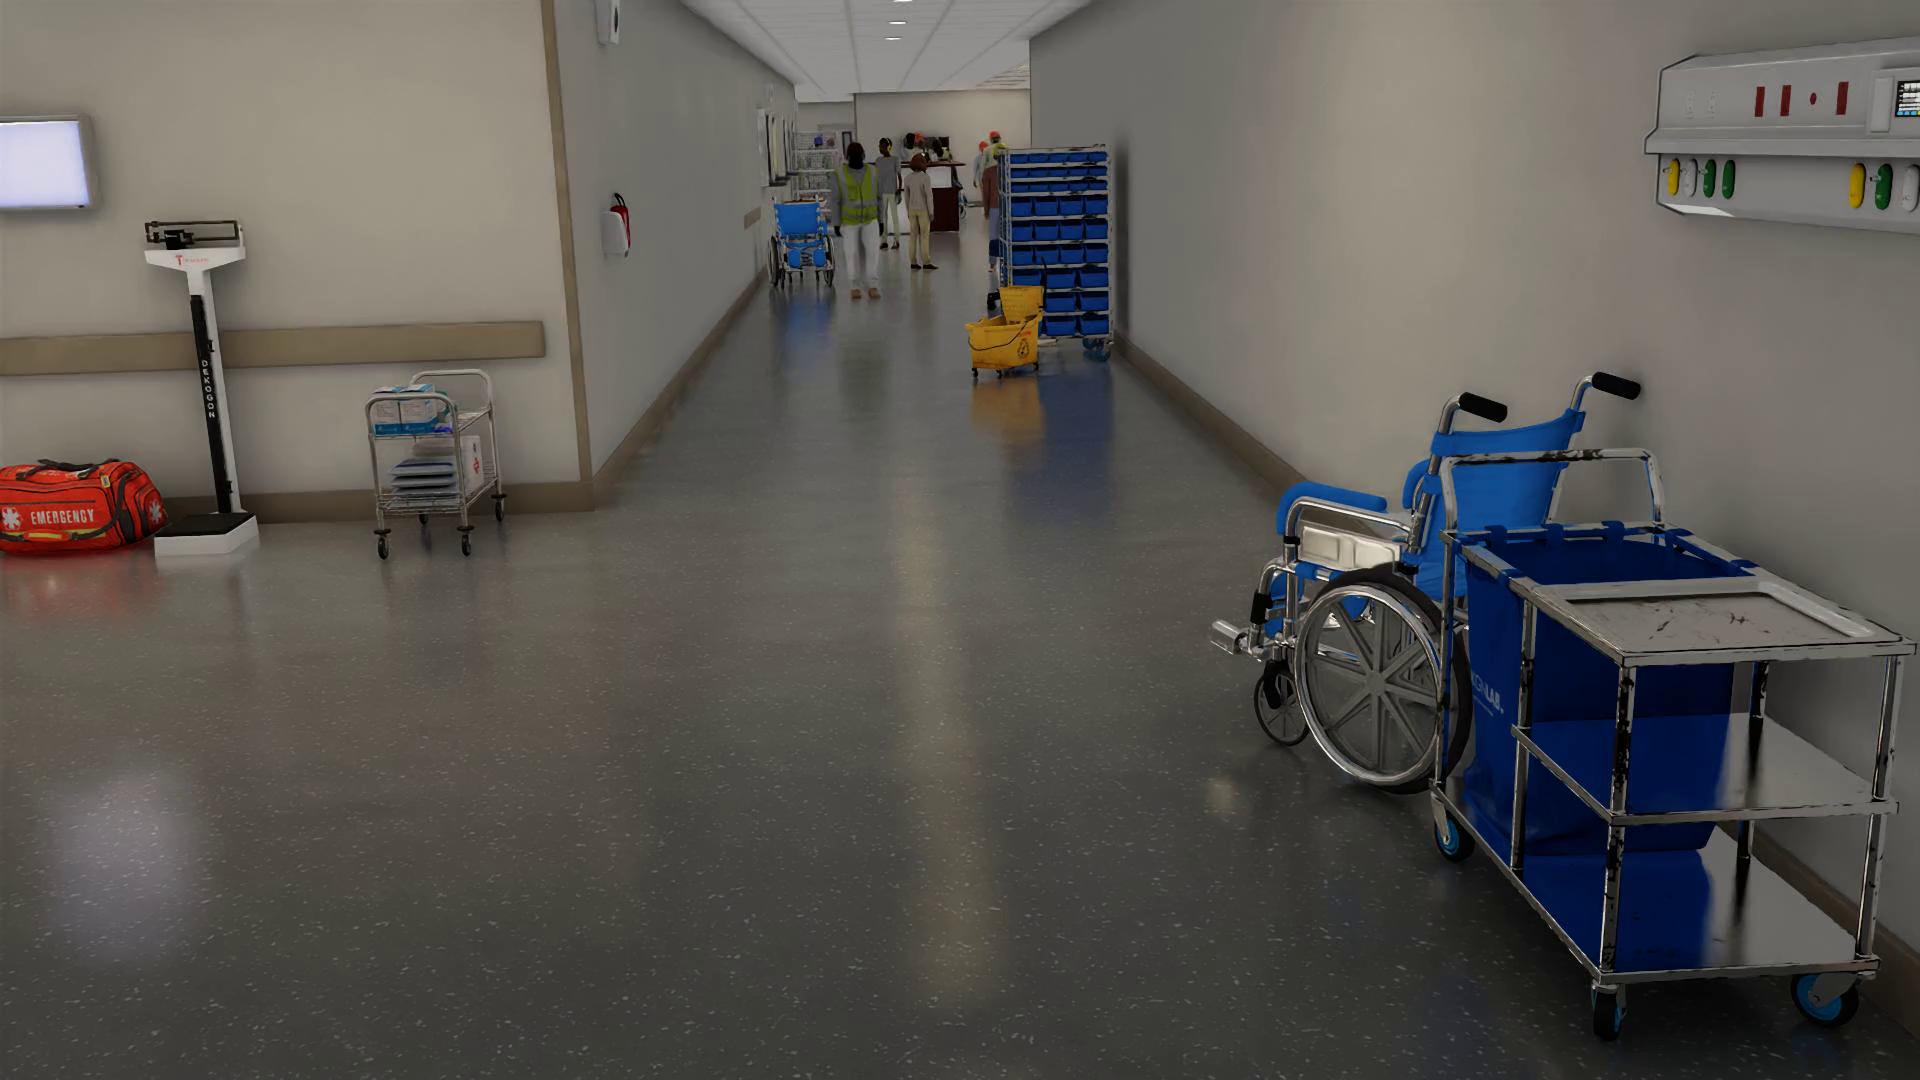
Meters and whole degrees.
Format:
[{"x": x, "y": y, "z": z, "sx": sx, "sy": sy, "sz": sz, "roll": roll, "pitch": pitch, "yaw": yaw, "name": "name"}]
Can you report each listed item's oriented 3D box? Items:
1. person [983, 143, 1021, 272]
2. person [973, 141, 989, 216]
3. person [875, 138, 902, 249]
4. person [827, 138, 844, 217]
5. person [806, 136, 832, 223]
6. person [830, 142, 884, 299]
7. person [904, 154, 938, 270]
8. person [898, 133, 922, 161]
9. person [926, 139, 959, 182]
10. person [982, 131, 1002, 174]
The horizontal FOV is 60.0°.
[{"x": 0.579, "y": -4.578, "z": 22.929, "sx": 0.522, "sy": 1.758, "sz": 0.349, "roll": 0, "pitch": 14, "yaw": 6, "name": "person"}, {"x": 0.577, "y": -8.351, "z": 38.483, "sx": 0.581, "sy": 1.721, "sz": 0.712, "roll": 1, "pitch": 14, "yaw": 11, "name": "person"}, {"x": -1.217, "y": -5.882, "z": 28.275, "sx": 0.512, "sy": 1.866, "sz": 0.330, "roll": 5, "pitch": 15, "yaw": 27, "name": "person"}, {"x": -3.077, "y": -8.806, "z": 40.450, "sx": 0.656, "sy": 1.889, "sz": 0.573, "roll": 0, "pitch": 14, "yaw": 7, "name": "person"}, {"x": -3.195, "y": -8.185, "z": 37.835, "sx": 0.600, "sy": 1.939, "sz": 0.421, "roll": 0, "pitch": 14, "yaw": 8, "name": "person"}, {"x": -1.183, "y": -3.734, "z": 19.533, "sx": 0.654, "sy": 1.816, "sz": 0.694, "roll": -5, "pitch": 14, "yaw": -13, "name": "person"}, {"x": -0.570, "y": -4.666, "z": 23.683, "sx": 0.498, "sy": 1.632, "sz": 0.285, "roll": 9, "pitch": 18, "yaw": 38, "name": "person"}, {"x": -1.118, "y": -8.300, "z": 37.996, "sx": 0.604, "sy": 1.959, "sz": 0.379, "roll": -5, "pitch": 14, "yaw": -14, "name": "person"}, {"x": -0.427, "y": -8.351, "z": 38.463, "sx": 0.822, "sy": 1.797, "sz": 0.629, "roll": -4, "pitch": 14, "yaw": -10, "name": "person"}, {"x": 0.818, "y": -8.134, "z": 37.144, "sx": 0.634, "sy": 1.953, "sz": 0.736, "roll": -4, "pitch": 14, "yaw": -9, "name": "person"}]
